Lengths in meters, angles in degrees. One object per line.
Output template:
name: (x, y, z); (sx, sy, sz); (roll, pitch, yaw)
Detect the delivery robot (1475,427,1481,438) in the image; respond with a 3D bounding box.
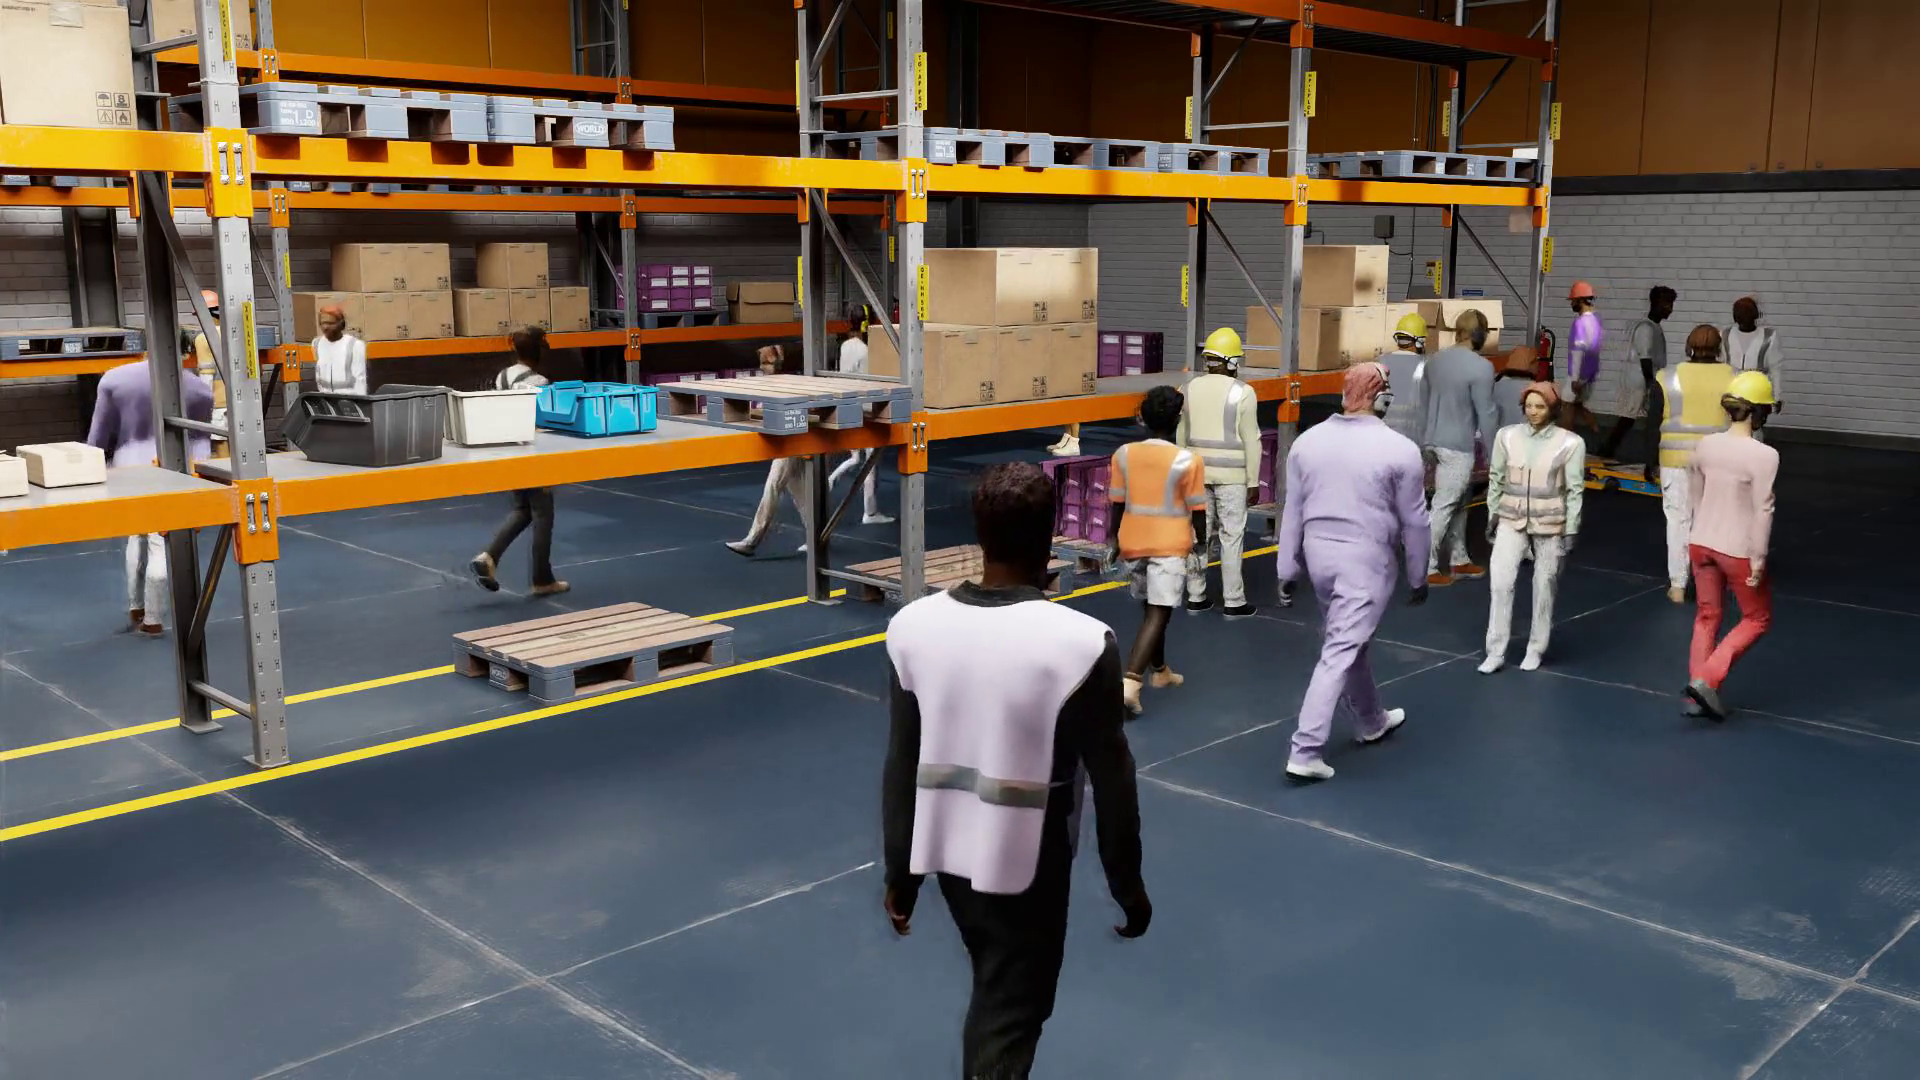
delivery robot: (5.612, -1.143, 17.677); (0.477, 0.478, 0.707); (-3, 11, -14)

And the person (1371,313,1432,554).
person: (3.370, -0.801, 12.615); (0.596, 1.826, 0.403); (9, 14, 41)

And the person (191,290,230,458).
person: (-6.474, -1.209, 14.543); (0.370, 1.928, 0.543); (3, 11, 14)

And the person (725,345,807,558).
person: (-1.367, -0.658, 12.457); (0.899, 1.586, 0.508); (-6, 12, -29)

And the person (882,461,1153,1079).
person: (0.154, 0.758, 3.932); (0.594, 1.893, 0.677); (8, 13, 37)

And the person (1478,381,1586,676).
person: (3.081, -0.047, 9.037); (0.540, 1.612, 0.668); (7, 12, 33)

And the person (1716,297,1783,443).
person: (7.606, -1.427, 16.058); (0.649, 1.826, 1.034); (7, 13, 35)

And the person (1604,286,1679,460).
person: (6.804, -1.523, 16.289); (0.990, 1.908, 0.648); (8, 13, 36)

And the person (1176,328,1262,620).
person: (1.639, -0.412, 10.458); (0.588, 1.833, 0.404); (8, 13, 38)

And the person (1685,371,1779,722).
person: (3.782, 0.048, 8.180); (0.394, 1.755, 0.528); (-4, 11, -22)

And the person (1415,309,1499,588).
person: (3.464, -0.615, 11.375); (0.819, 1.907, 0.629); (-3, 11, -16)

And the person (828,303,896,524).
person: (-0.885, -1.028, 13.766); (0.633, 1.852, 0.527); (-6, 12, -31)

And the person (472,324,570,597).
person: (-2.901, -0.498, 10.939); (0.536, 1.830, 0.608); (8, 13, 37)

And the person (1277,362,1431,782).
person: (1.787, 0.129, 7.477); (1.055, 1.848, 0.639); (-9, 14, -40)

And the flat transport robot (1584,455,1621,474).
flat transport robot: (5.954, -0.771, 16.676); (0.652, 0.197, 1.431); (-2, 11, -11)

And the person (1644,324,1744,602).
person: (4.851, -0.508, 10.998); (0.626, 1.825, 0.489); (3, 11, 15)

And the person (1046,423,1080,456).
person: (1.154, -1.943, 18.229); (0.377, 2.045, 0.605); (-1, 10, -5)

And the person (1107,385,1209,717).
person: (0.974, 0.046, 8.447); (0.541, 1.663, 0.848); (8, 13, 37)

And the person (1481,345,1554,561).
person: (4.066, -0.615, 12.159); (0.524, 1.613, 0.477); (5, 11, 25)

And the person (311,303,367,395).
person: (-5.476, -1.183, 14.746); (0.574, 1.814, 1.010); (2, 11, 12)

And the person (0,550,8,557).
person: (-7.407, -0.614, 11.940); (0.503, 1.695, 0.917); (8, 13, 36)

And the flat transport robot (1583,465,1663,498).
flat transport robot: (6.485, -0.521, 15.313); (0.652, 0.197, 1.431); (-5, 12, -26)

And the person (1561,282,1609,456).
person: (6.705, -1.803, 17.863); (0.587, 1.922, 0.553); (9, 14, 42)

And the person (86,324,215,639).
person: (-4.877, -0.370, 10.108); (0.712, 1.882, 0.719); (-2, 11, -13)
